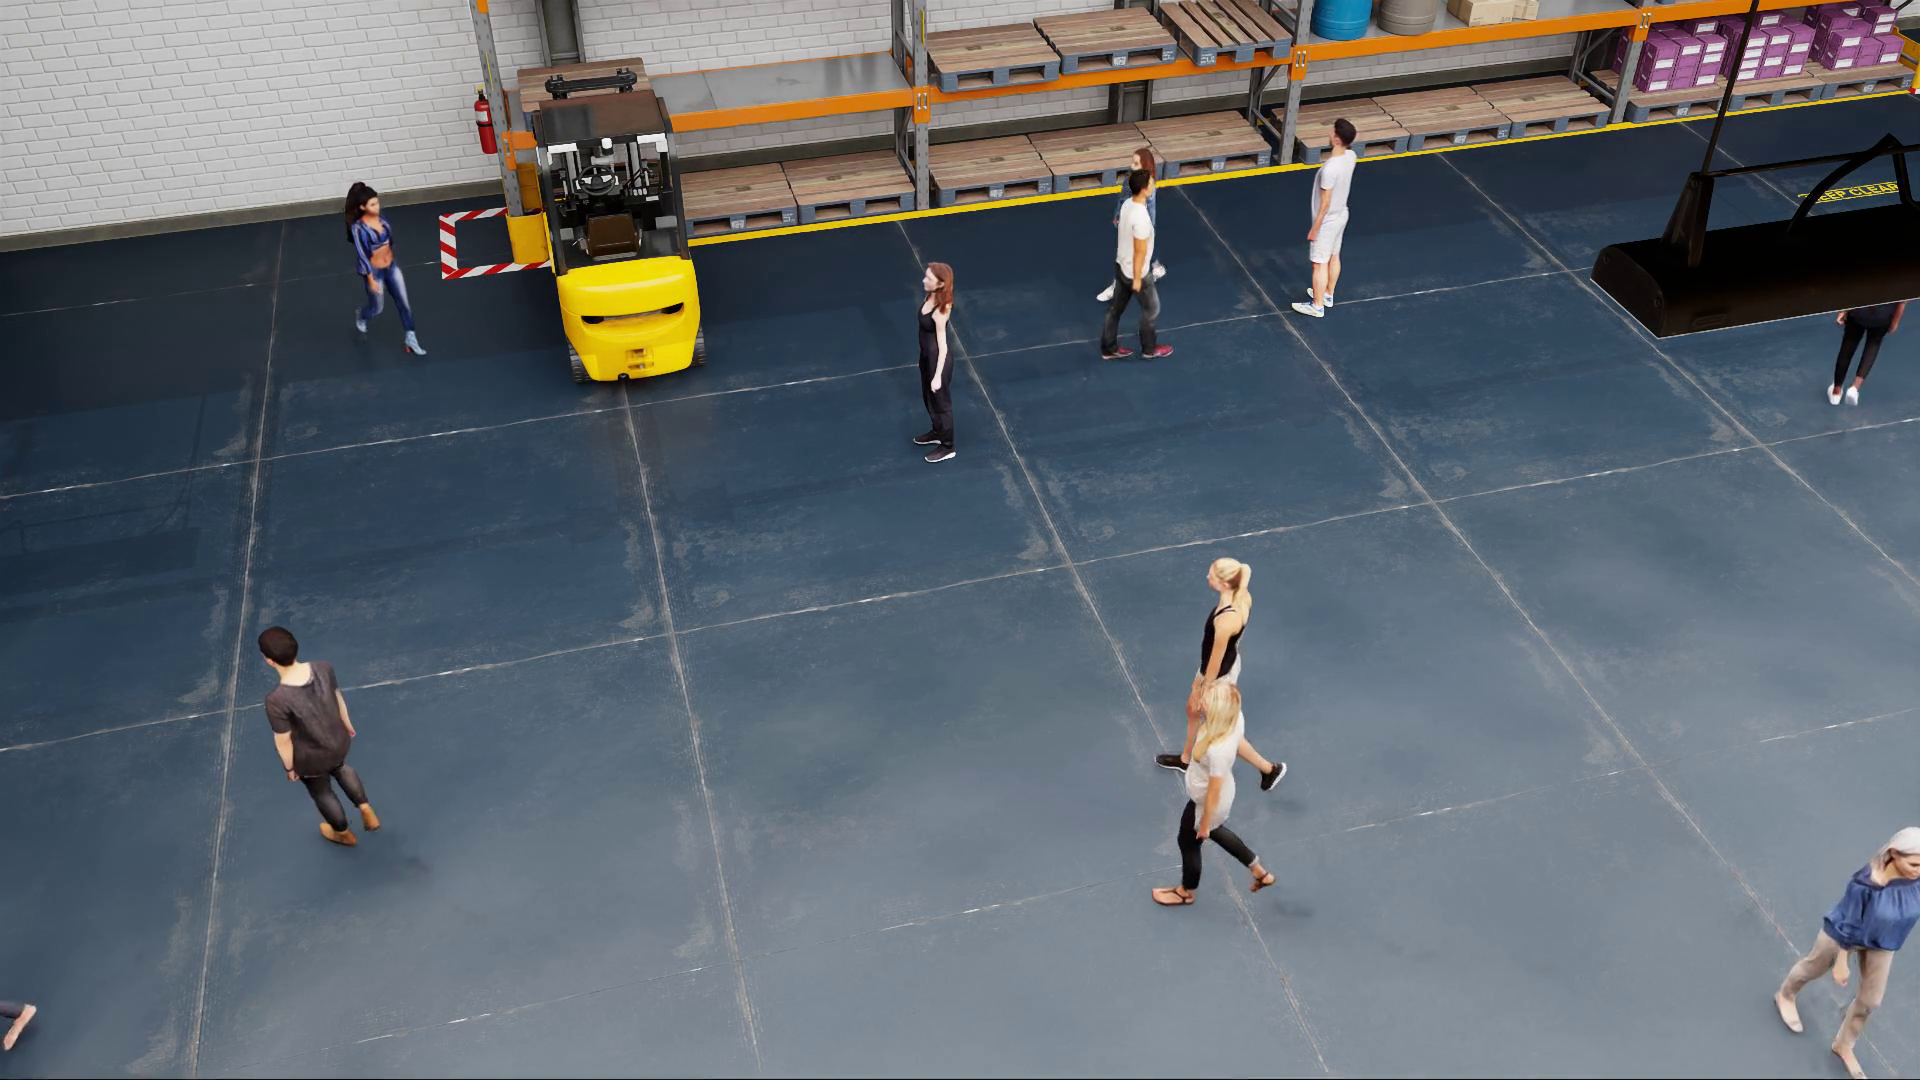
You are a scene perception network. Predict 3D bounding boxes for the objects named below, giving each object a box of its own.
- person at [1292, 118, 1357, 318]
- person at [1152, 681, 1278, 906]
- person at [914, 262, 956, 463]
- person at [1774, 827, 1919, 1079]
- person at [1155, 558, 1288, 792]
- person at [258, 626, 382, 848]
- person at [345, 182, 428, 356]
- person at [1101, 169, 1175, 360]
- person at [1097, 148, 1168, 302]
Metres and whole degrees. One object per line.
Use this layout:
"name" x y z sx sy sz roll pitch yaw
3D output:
"person" 3.307 -2.880 14.881 0.822 1.854 0.731 24 45 27
"person" 1.515 1.480 9.457 1.042 1.808 0.898 10 40 12
"person" -0.174 -1.422 13.141 0.533 1.746 0.588 -12 40 -15
"person" 4.717 2.057 8.852 0.832 1.673 0.748 -3 39 -4
"person" 1.679 0.849 10.239 1.144 1.820 1.012 15 41 18
"person" -3.759 1.222 9.866 0.859 1.701 0.797 23 44 26
"person" -5.069 -2.323 14.391 1.040 1.594 0.994 20 43 24
"person" 1.397 -2.318 14.237 0.834 1.788 0.658 -9 40 -12
"person" 1.675 -2.914 15.247 1.076 1.450 0.749 -19 42 -22
